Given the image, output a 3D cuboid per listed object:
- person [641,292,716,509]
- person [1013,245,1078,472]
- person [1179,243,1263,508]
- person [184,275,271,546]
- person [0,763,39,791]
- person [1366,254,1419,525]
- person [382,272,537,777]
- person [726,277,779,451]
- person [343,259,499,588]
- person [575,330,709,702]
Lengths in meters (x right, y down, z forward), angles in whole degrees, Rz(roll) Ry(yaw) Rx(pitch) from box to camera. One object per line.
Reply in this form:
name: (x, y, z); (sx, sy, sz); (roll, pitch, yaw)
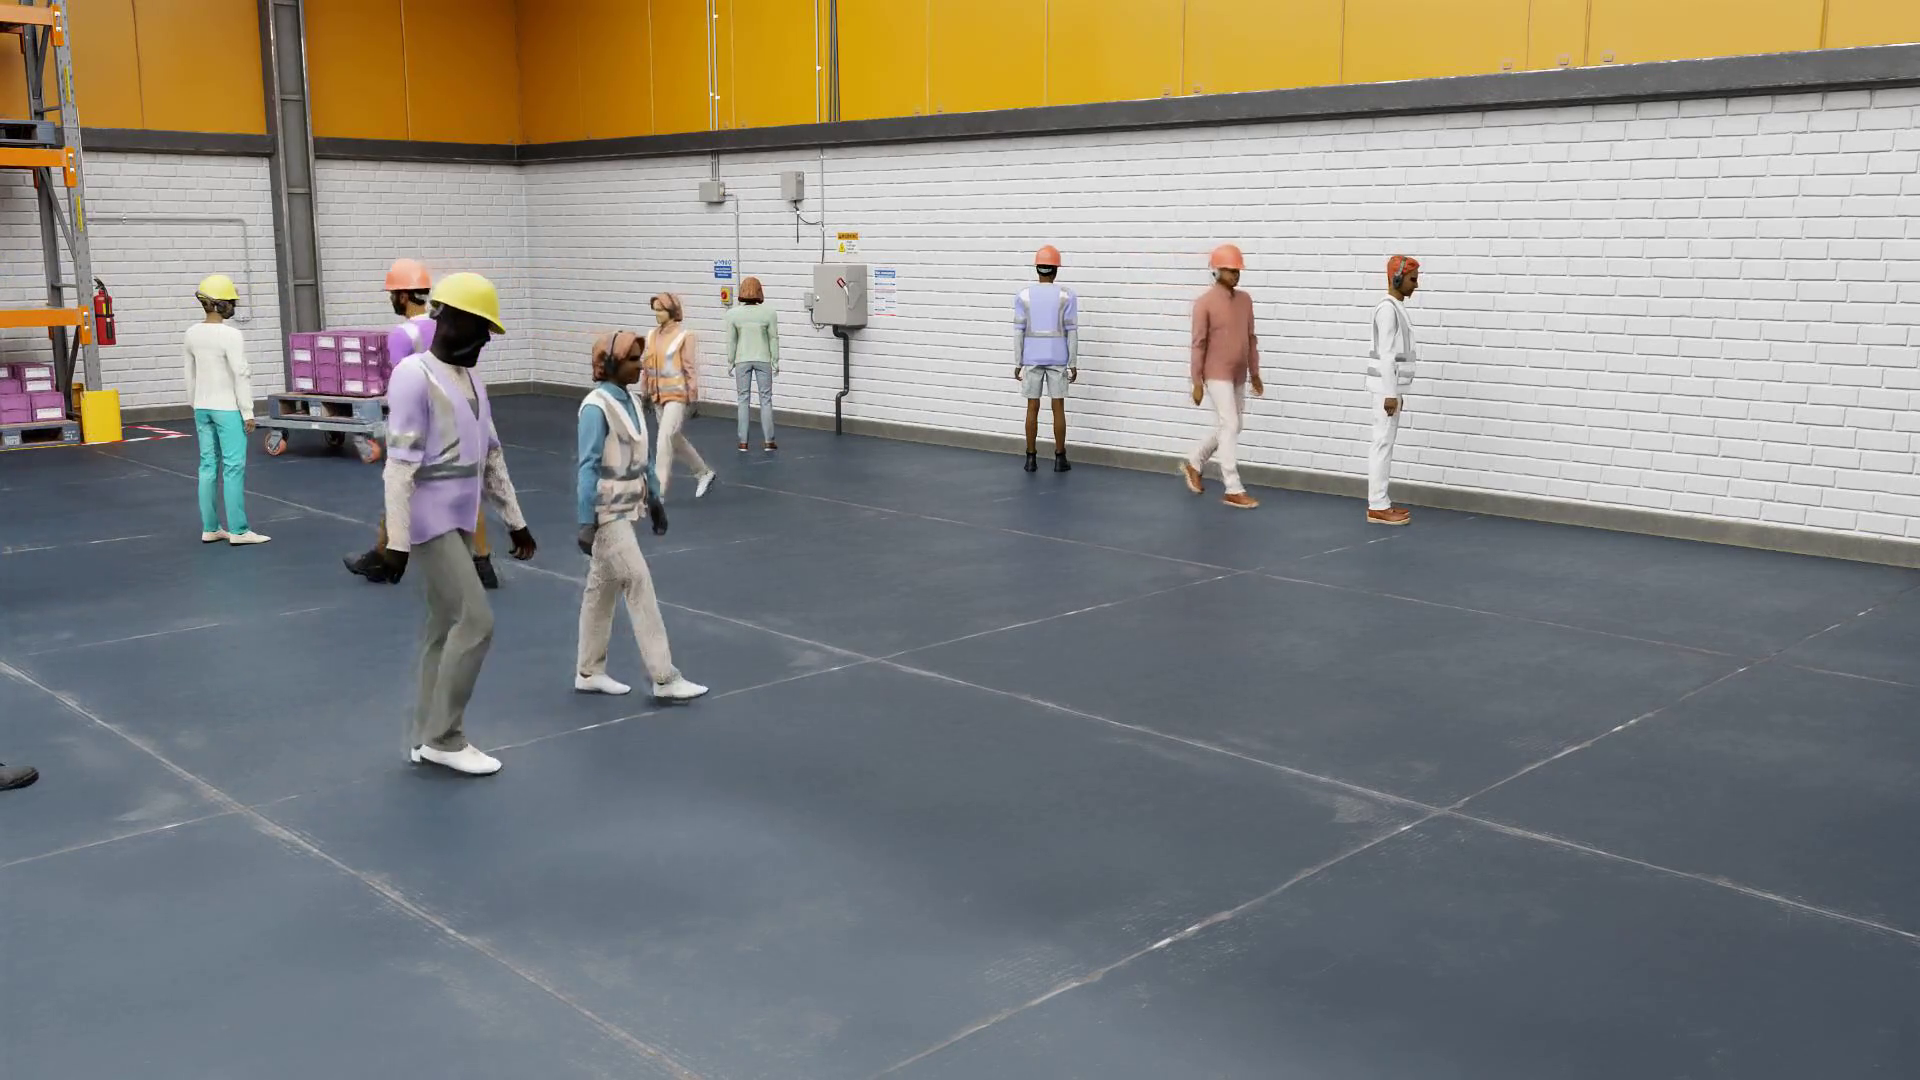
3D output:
person: (-2.154, -1.070, 12.567); (0.527, 1.606, 0.806); (9, 13, 39)
person: (0.737, -1.547, 14.260); (0.553, 1.935, 0.362); (1, 10, 8)
person: (1.978, -1.259, 12.611); (0.625, 1.968, 0.879); (-10, 14, -44)
person: (-4.821, -0.845, 10.903); (0.533, 1.767, 0.326); (5, 12, 26)
person: (-3.915, 0.007, 5.905); (0.924, 1.906, 0.553); (-4, 11, -21)
person: (3.052, -1.061, 11.749); (0.355, 1.887, 0.573); (3, 11, 17)
person: (-1.883, -0.054, 6.283); (0.534, 1.883, 0.633); (0, 10, 2)
person: (-1.944, -1.647, 15.634); (0.499, 1.634, 0.279); (0, 10, -2)
person: (-3.111, -0.656, 9.556); (1.000, 1.884, 0.553); (5, 11, 24)
person: (-1.377, -0.094, 7.199); (0.745, 1.606, 0.546); (1, 10, 7)
